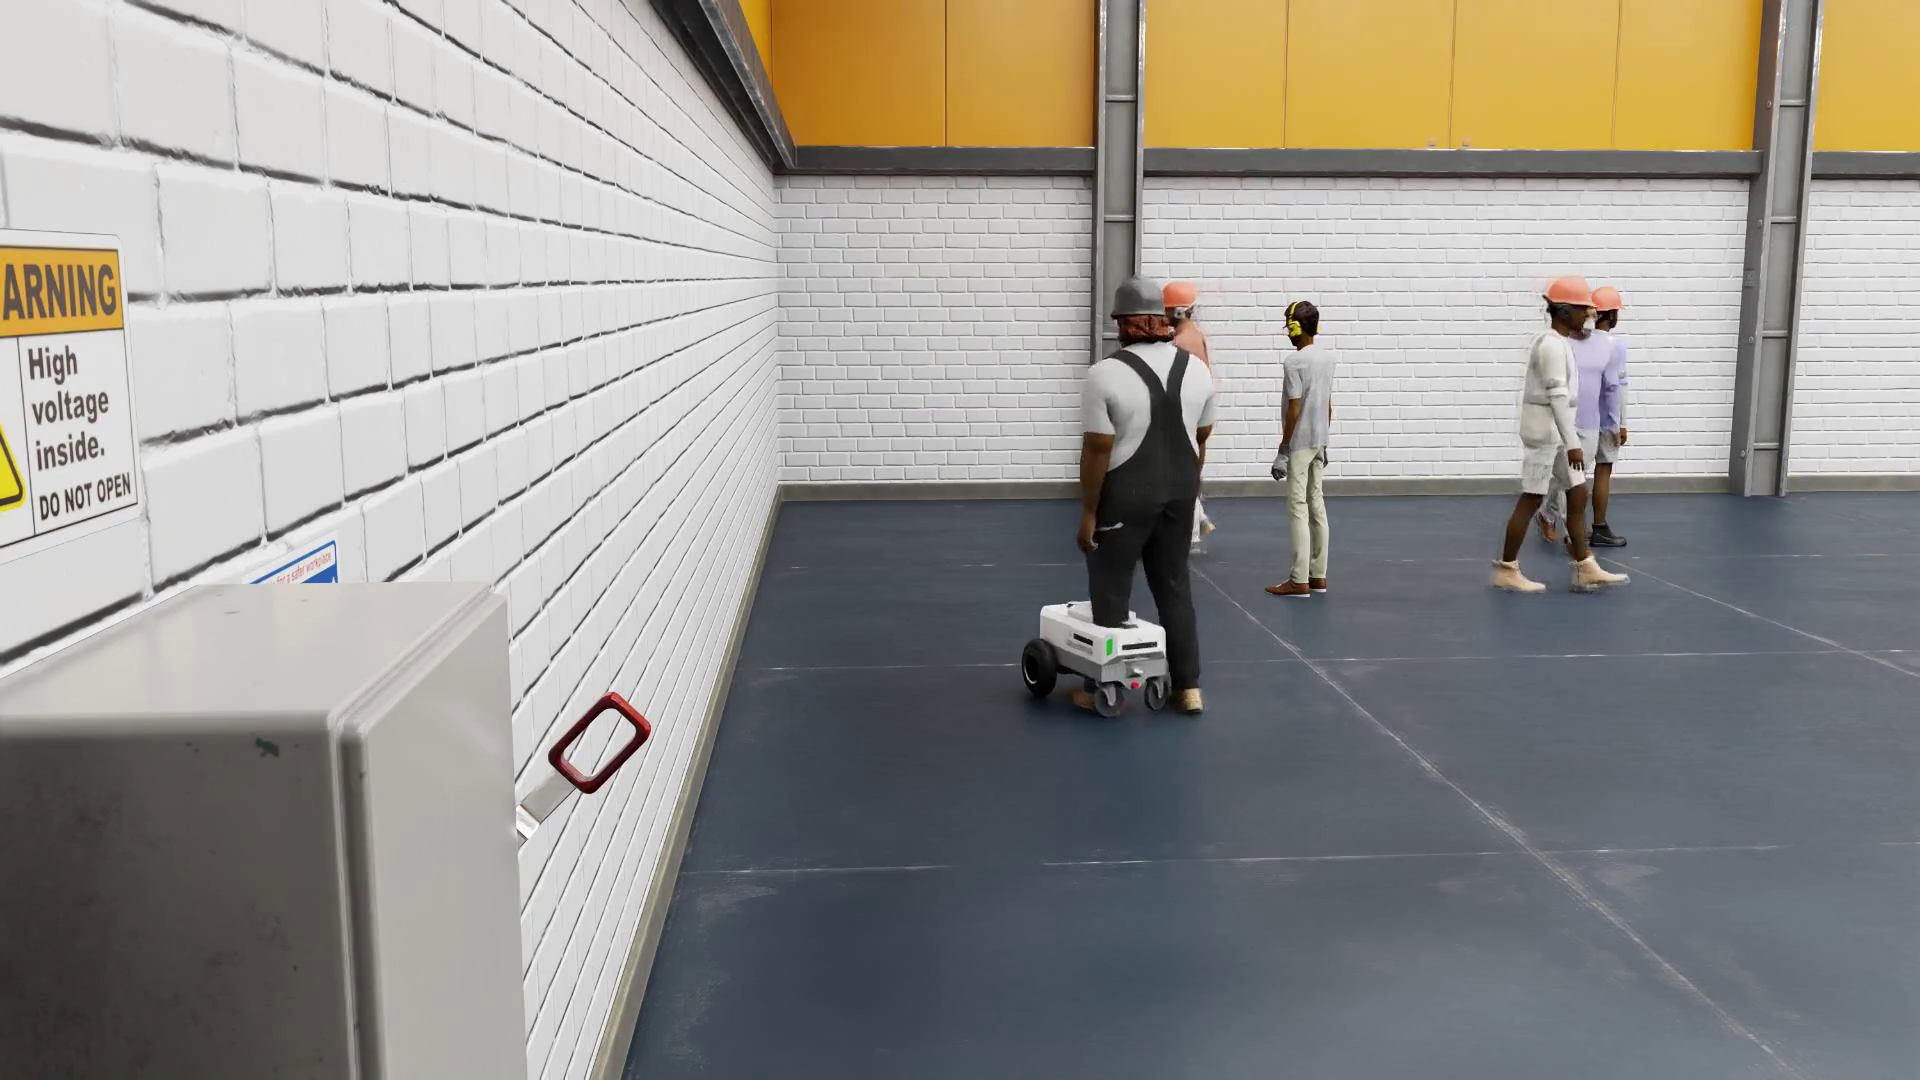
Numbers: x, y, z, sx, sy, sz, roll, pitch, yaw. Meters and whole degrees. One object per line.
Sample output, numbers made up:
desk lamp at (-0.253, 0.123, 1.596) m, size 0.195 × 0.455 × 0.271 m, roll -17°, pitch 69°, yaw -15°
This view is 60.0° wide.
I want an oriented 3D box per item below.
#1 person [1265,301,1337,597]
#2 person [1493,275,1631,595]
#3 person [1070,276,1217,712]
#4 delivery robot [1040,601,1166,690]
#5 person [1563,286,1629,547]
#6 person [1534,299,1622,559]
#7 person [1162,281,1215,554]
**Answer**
person at (2.151, -0.567, 10.491) m, size 0.328 × 1.861 × 0.520 m, roll 9°, pitch 13°, yaw 44°
person at (3.835, -0.632, 10.417) m, size 0.903 × 2.012 × 0.618 m, roll 5°, pitch 10°, yaw 28°
person at (0.821, -0.203, 7.632) m, size 0.692 × 2.000 × 0.623 m, roll -4°, pitch 10°, yaw -25°
delivery robot at (0.667, 0.459, 7.833) m, size 0.477 × 0.478 × 0.707 m, roll -4°, pitch 10°, yaw -25°
person at (4.766, -0.915, 12.417) m, size 0.351 × 1.942 × 0.545 m, roll -4°, pitch 10°, yaw -25°
person at (4.446, -0.849, 12.154) m, size 0.645 × 1.898 × 0.975 m, roll -1°, pitch 9°, yaw -9°
person at (1.595, -0.876, 12.058) m, size 0.435 × 1.972 × 0.643 m, roll 3°, pitch 10°, yaw 18°
